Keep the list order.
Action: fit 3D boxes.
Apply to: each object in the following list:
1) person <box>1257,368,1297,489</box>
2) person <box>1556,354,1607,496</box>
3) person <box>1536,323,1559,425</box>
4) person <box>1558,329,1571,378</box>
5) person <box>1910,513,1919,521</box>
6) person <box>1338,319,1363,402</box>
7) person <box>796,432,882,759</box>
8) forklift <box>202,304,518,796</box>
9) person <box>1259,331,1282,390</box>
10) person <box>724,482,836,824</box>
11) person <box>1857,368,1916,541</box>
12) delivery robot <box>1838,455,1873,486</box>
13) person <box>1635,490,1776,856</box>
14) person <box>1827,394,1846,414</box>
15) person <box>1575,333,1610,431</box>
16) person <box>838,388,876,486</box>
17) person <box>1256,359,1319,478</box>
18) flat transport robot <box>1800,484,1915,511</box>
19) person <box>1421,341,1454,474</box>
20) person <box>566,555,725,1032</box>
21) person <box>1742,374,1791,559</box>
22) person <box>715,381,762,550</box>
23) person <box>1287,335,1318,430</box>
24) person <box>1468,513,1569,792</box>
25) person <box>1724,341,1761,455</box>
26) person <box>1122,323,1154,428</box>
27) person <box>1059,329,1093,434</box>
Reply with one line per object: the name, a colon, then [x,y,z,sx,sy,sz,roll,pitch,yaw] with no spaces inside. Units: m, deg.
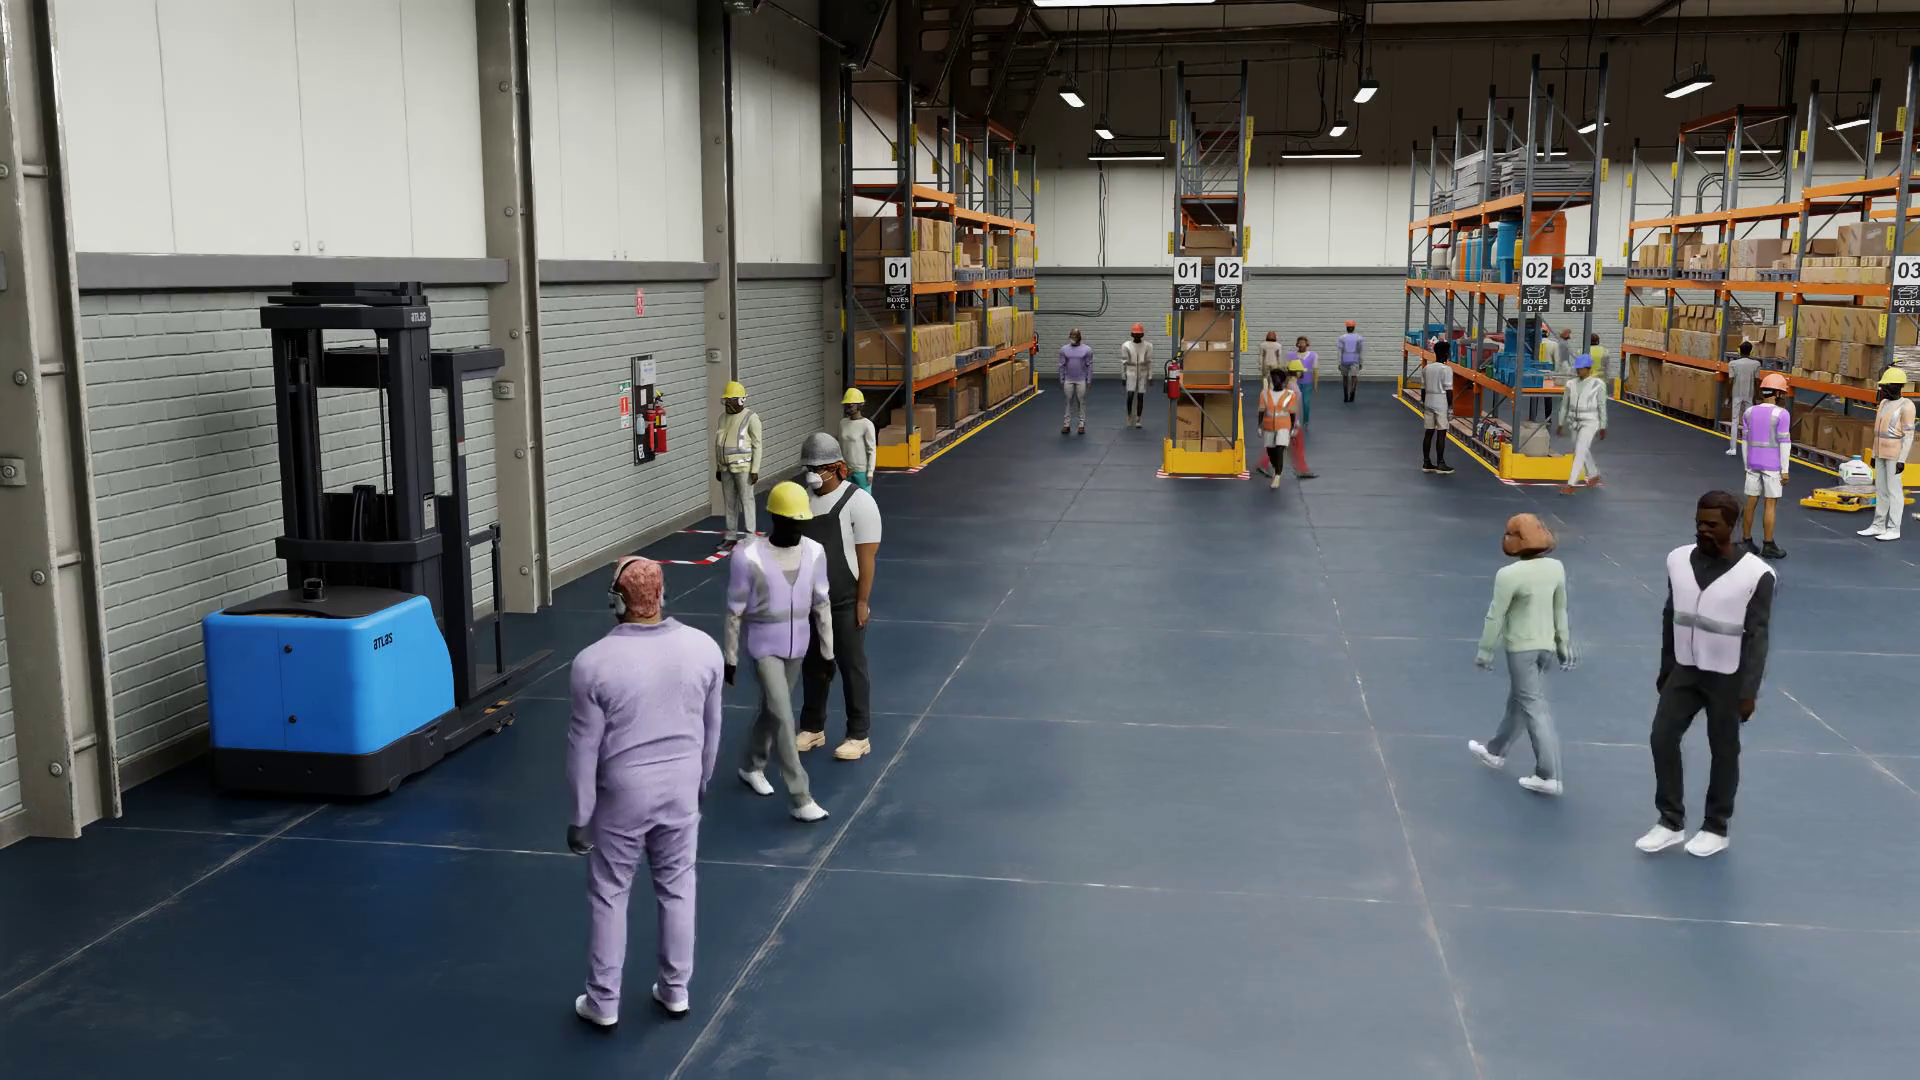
person: [4.455,-1.590,23.334,0.529,1.667,0.828,4,10,25]
person: [8.498,-1.587,22.641,1.020,1.900,0.631,-7,11,-35]
person: [11.381,-3.241,32.522,0.608,1.986,0.391,3,10,17]
person: [14.772,-4.389,40.803,0.802,1.600,0.502,4,10,22]
person: [11.962,-1.182,19.792,0.917,2.014,0.609,8,12,39]
person: [8.912,-4.094,37.998,0.554,1.917,0.814,2,9,9]
person: [-0.845,0.352,10.328,0.679,2.000,0.536,6,11,32]
forklift: [-3.673,-0.038,10.147,1.129,2.768,1.873,1,9,9]
person: [7.209,-4.051,38.650,0.521,1.617,0.374,1,9,8]
person: [-0.990,0.589,9.285,0.597,1.858,1.023,-7,12,-39]
person: [10.423,-0.964,18.658,0.368,1.928,0.585,-1,9,-4]
delivery robot: [11.991,-0.889,22.263,0.477,0.478,0.707,4,10,21]
person: [3.762,0.697,8.476,0.660,1.900,0.620,-6,11,-33]
person: [17.615,-3.211,33.233,0.508,1.691,0.907,2,9,10]
person: [11.883,-2.966,31.294,0.621,1.837,0.429,2,9,13]
person: [-1.117,-0.737,17.753,0.524,1.769,0.326,8,12,42]
person: [4.762,-1.764,24.199,0.875,1.733,0.531,2,9,9]
flat transport robot: [11.529,-0.553,21.347,1.431,0.197,0.652,-5,11,-29]
person: [7.150,-1.990,24.862,0.367,1.967,0.600,-5,10,-28]
person: [-1.260,1.002,6.618,0.675,1.905,0.427,-6,11,-32]
person: [8.515,-0.787,17.550,0.363,1.933,0.543,-5,10,-28]
person: [-2.403,-0.785,17.847,0.601,1.830,0.404,6,11,34]
person: [6.383,-2.914,31.030,0.573,1.821,0.835,3,10,16]
person: [3.251,0.635,9.785,0.524,1.589,0.816,-5,11,-30]
person: [12.783,-2.320,27.197,0.520,1.873,0.335,2,10,14]
person: [3.397,-3.140,31.830,0.609,2.018,0.668,0,9,2]
person: [2.144,-2.943,30.847,0.631,1.932,0.362,3,10,17]
